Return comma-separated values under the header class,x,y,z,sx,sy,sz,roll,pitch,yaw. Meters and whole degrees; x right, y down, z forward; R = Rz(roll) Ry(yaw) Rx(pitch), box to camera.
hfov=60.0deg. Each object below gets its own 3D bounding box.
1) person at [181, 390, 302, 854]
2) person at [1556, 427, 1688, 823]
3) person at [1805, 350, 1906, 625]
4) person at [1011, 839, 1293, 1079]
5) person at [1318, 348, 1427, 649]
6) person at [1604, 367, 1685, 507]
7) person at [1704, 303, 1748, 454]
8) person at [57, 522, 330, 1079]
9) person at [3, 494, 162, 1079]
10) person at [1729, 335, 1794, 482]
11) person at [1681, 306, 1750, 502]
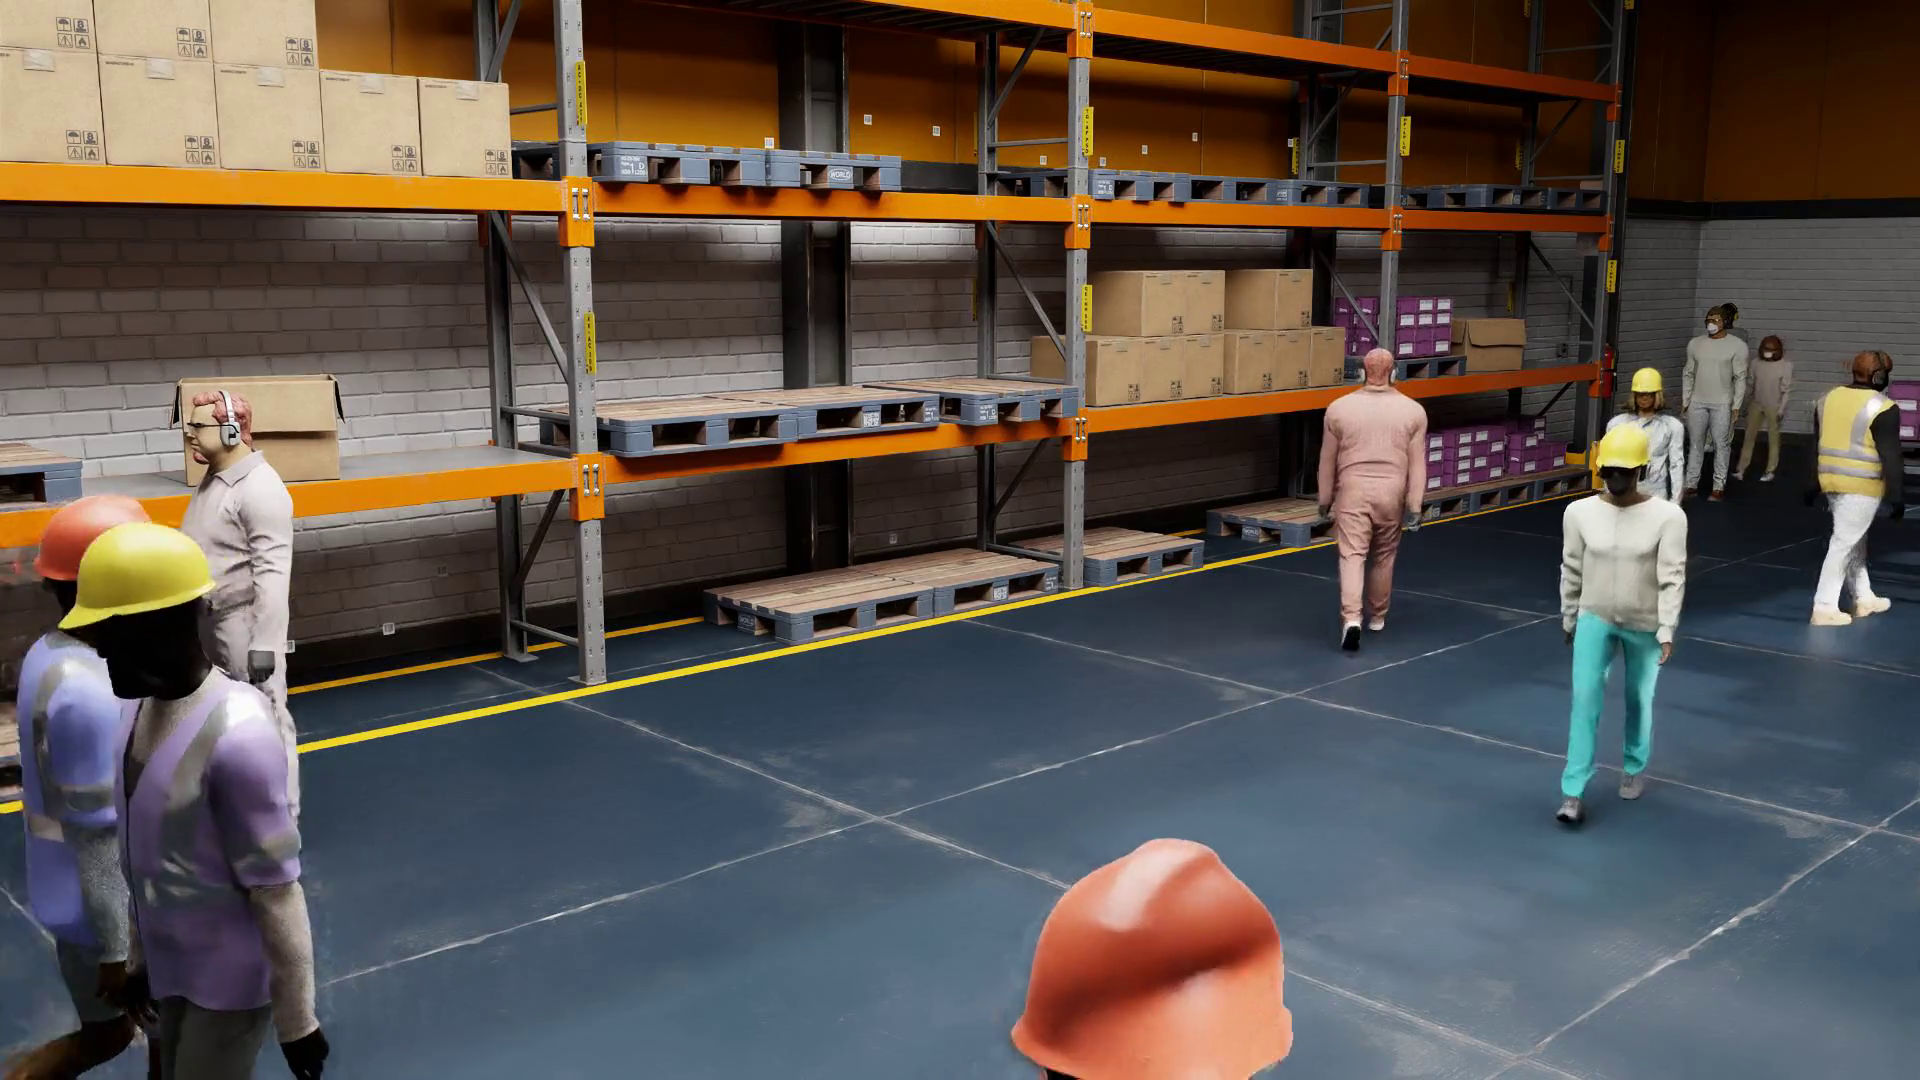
class,x,y,z,sx,sy,sz,roll,pitch,yaw
person,-2.897,0.356,6.648,0.407,1.909,0.638,-9,13,-42
person,2.854,0.359,7.202,0.524,1.710,0.919,6,11,29
person,6.011,-0.338,10.974,0.849,1.811,0.660,-2,10,-13
person,0.199,1.214,1.640,0.558,1.893,0.928,7,12,35
person,2.578,-0.268,10.439,0.653,1.870,0.969,2,10,12
person,4.547,-0.304,11.086,0.495,1.713,0.837,4,11,24
person,9.376,-1.977,20.435,0.329,1.865,0.516,-9,13,-42
person,-1.515,0.883,3.575,0.693,1.900,0.601,-9,13,-41
person,-2.086,0.836,3.881,0.798,1.906,0.557,-7,12,-34
person,8.560,-1.385,17.744,0.843,1.586,0.531,-8,13,-40
person,7.480,-1.352,16.553,0.372,1.940,0.627,-9,13,-42
